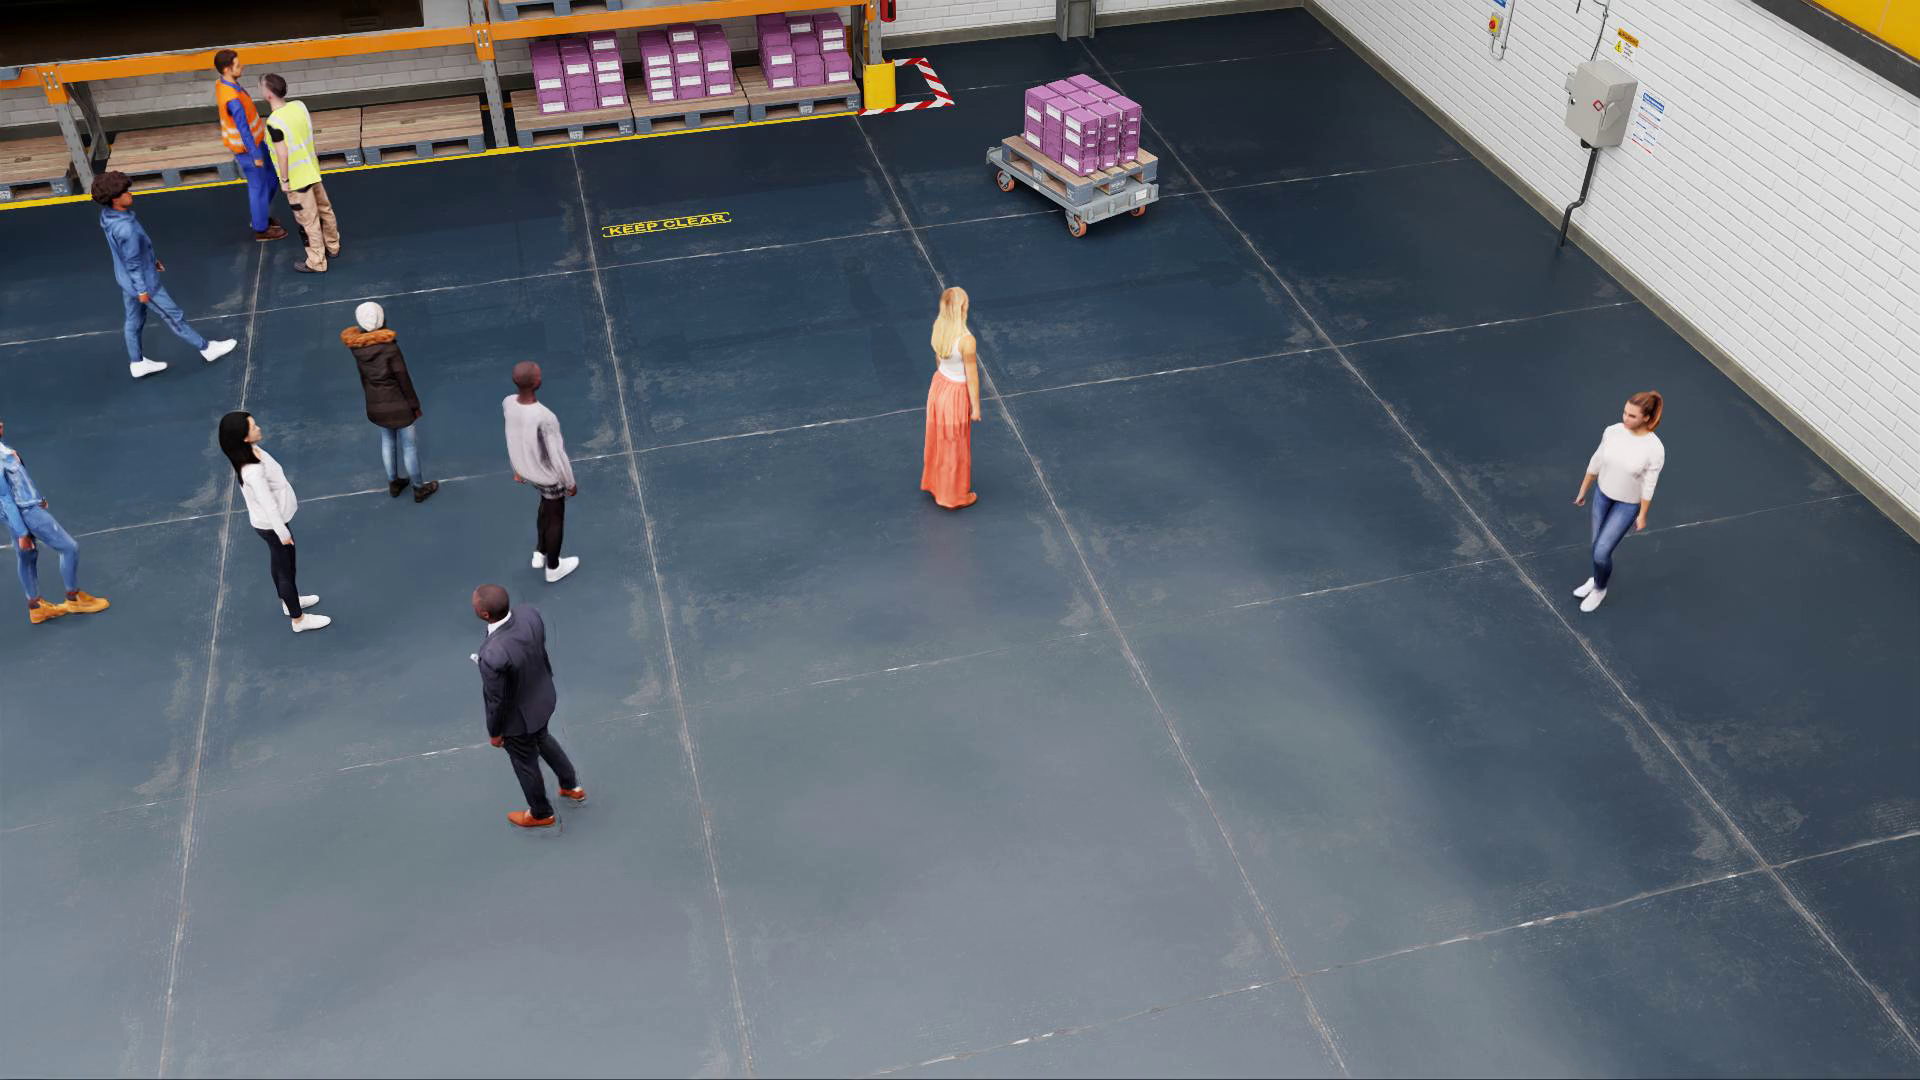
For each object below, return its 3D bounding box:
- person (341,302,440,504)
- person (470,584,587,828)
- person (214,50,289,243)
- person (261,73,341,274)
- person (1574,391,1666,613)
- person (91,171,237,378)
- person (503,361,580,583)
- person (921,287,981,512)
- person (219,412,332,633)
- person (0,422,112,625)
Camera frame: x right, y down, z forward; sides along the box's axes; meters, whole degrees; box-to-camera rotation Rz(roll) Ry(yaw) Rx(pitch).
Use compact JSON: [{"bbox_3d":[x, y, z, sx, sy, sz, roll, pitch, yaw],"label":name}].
[{"bbox_3d":[-4.162,-1.007,12.146,0.715,1.633,0.791,15,41,18],"label":"person"},{"bbox_3d":[-2.458,0.964,9.529,0.867,1.819,0.840,13,40,15],"label":"person"},{"bbox_3d":[-6.583,-3.561,15.174,0.767,1.845,0.779,-19,42,-22],"label":"person"},{"bbox_3d":[-5.890,-3.274,14.814,0.889,1.846,0.844,9,40,12],"label":"person"},{"bbox_3d":[4.471,-0.279,11.176,0.731,1.706,0.712,-21,43,-24],"label":"person"},{"bbox_3d":[-6.694,-2.088,13.385,1.174,1.777,0.940,-25,45,-28],"label":"person"},{"bbox_3d":[-2.913,-0.413,11.300,0.764,1.761,0.814,23,44,26],"label":"person"},{"bbox_3d":[-0.065,-1.021,12.029,0.680,1.801,0.692,-23,44,-26],"label":"person"},{"bbox_3d":[-4.559,-0.134,10.999,0.652,1.700,0.678,-21,43,-24],"label":"person"},{"bbox_3d":[-6.295,-0.119,10.981,0.832,1.699,0.760,-27,46,-30],"label":"person"}]
